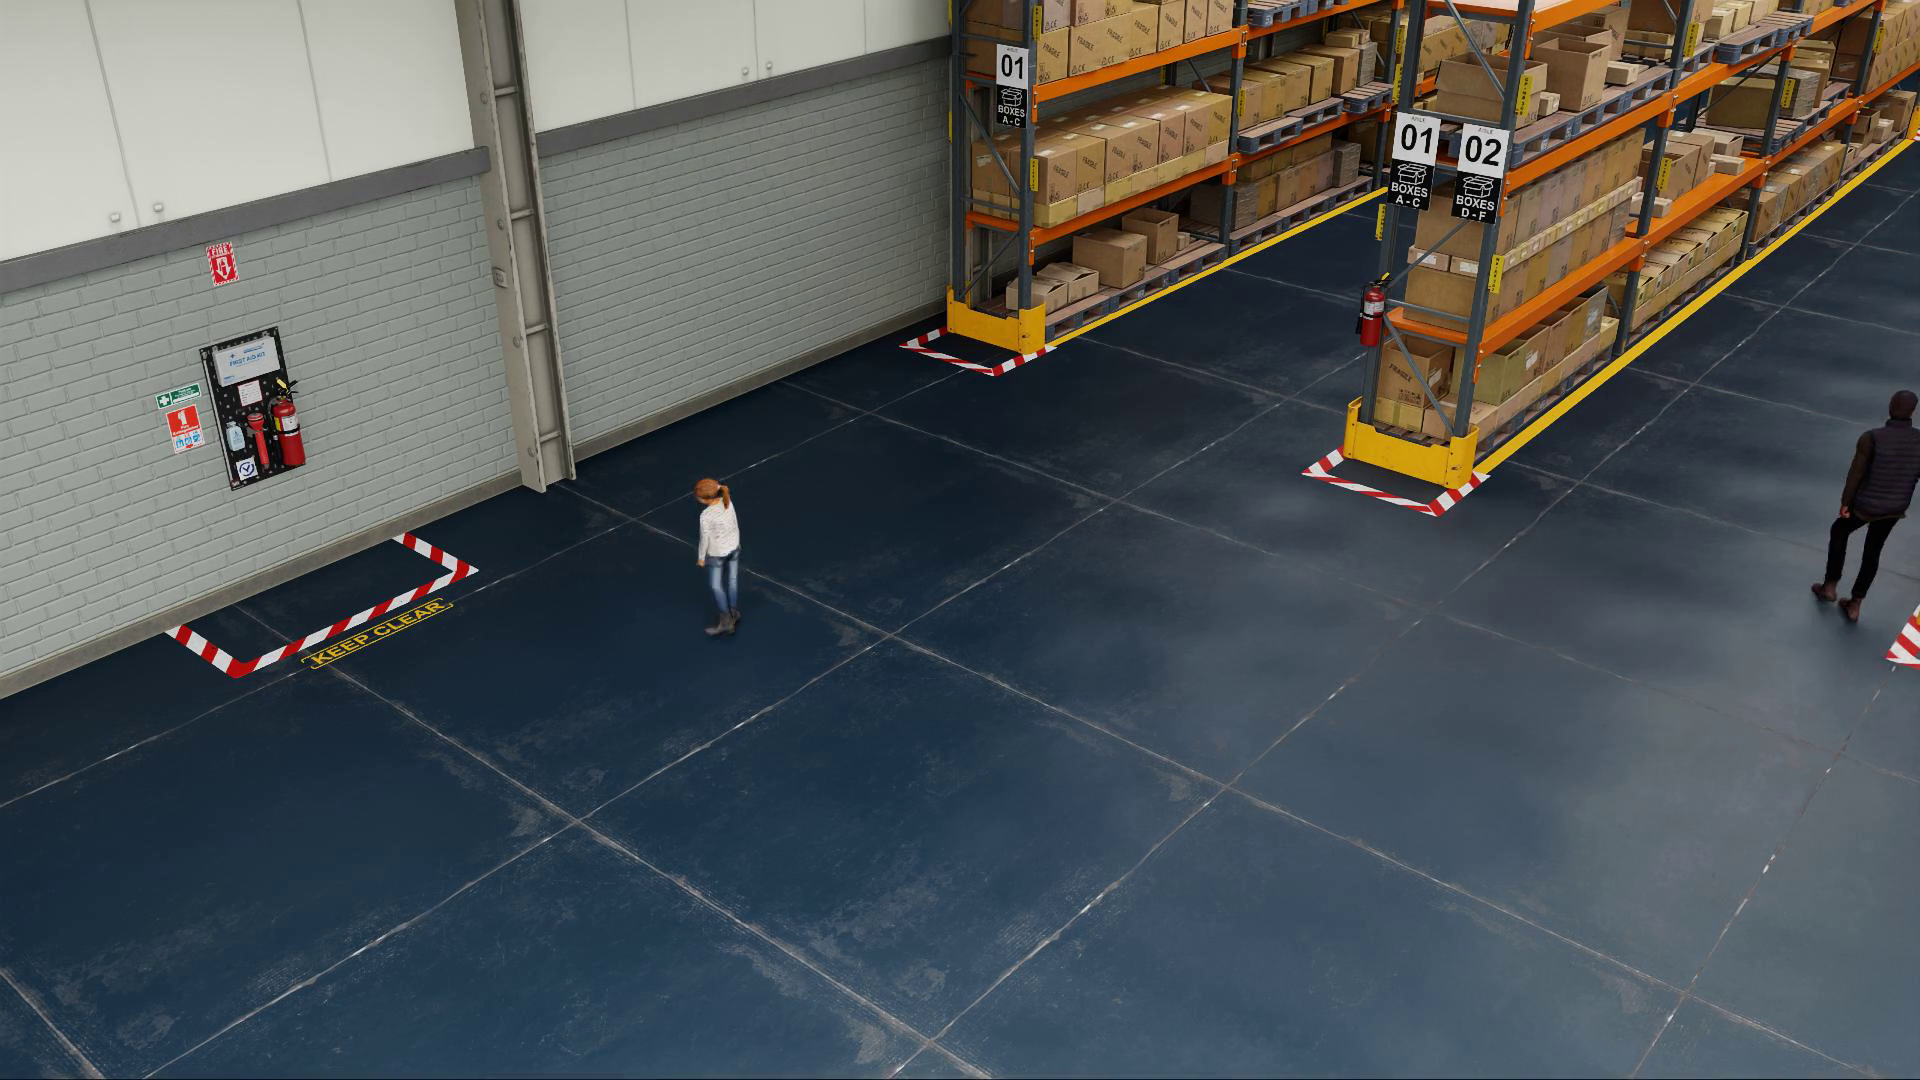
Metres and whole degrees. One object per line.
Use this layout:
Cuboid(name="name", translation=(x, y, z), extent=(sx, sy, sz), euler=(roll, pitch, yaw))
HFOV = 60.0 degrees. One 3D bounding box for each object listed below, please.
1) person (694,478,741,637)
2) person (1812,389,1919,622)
Cuboid(name="person", translation=(-1.766, 0.088, 12.530), extent=(0.462, 1.295, 0.635), euler=(-14, 31, -25))
Cuboid(name="person", translation=(6.954, -0.220, 12.550), extent=(0.859, 1.819, 0.892), euler=(3, 28, 6))
